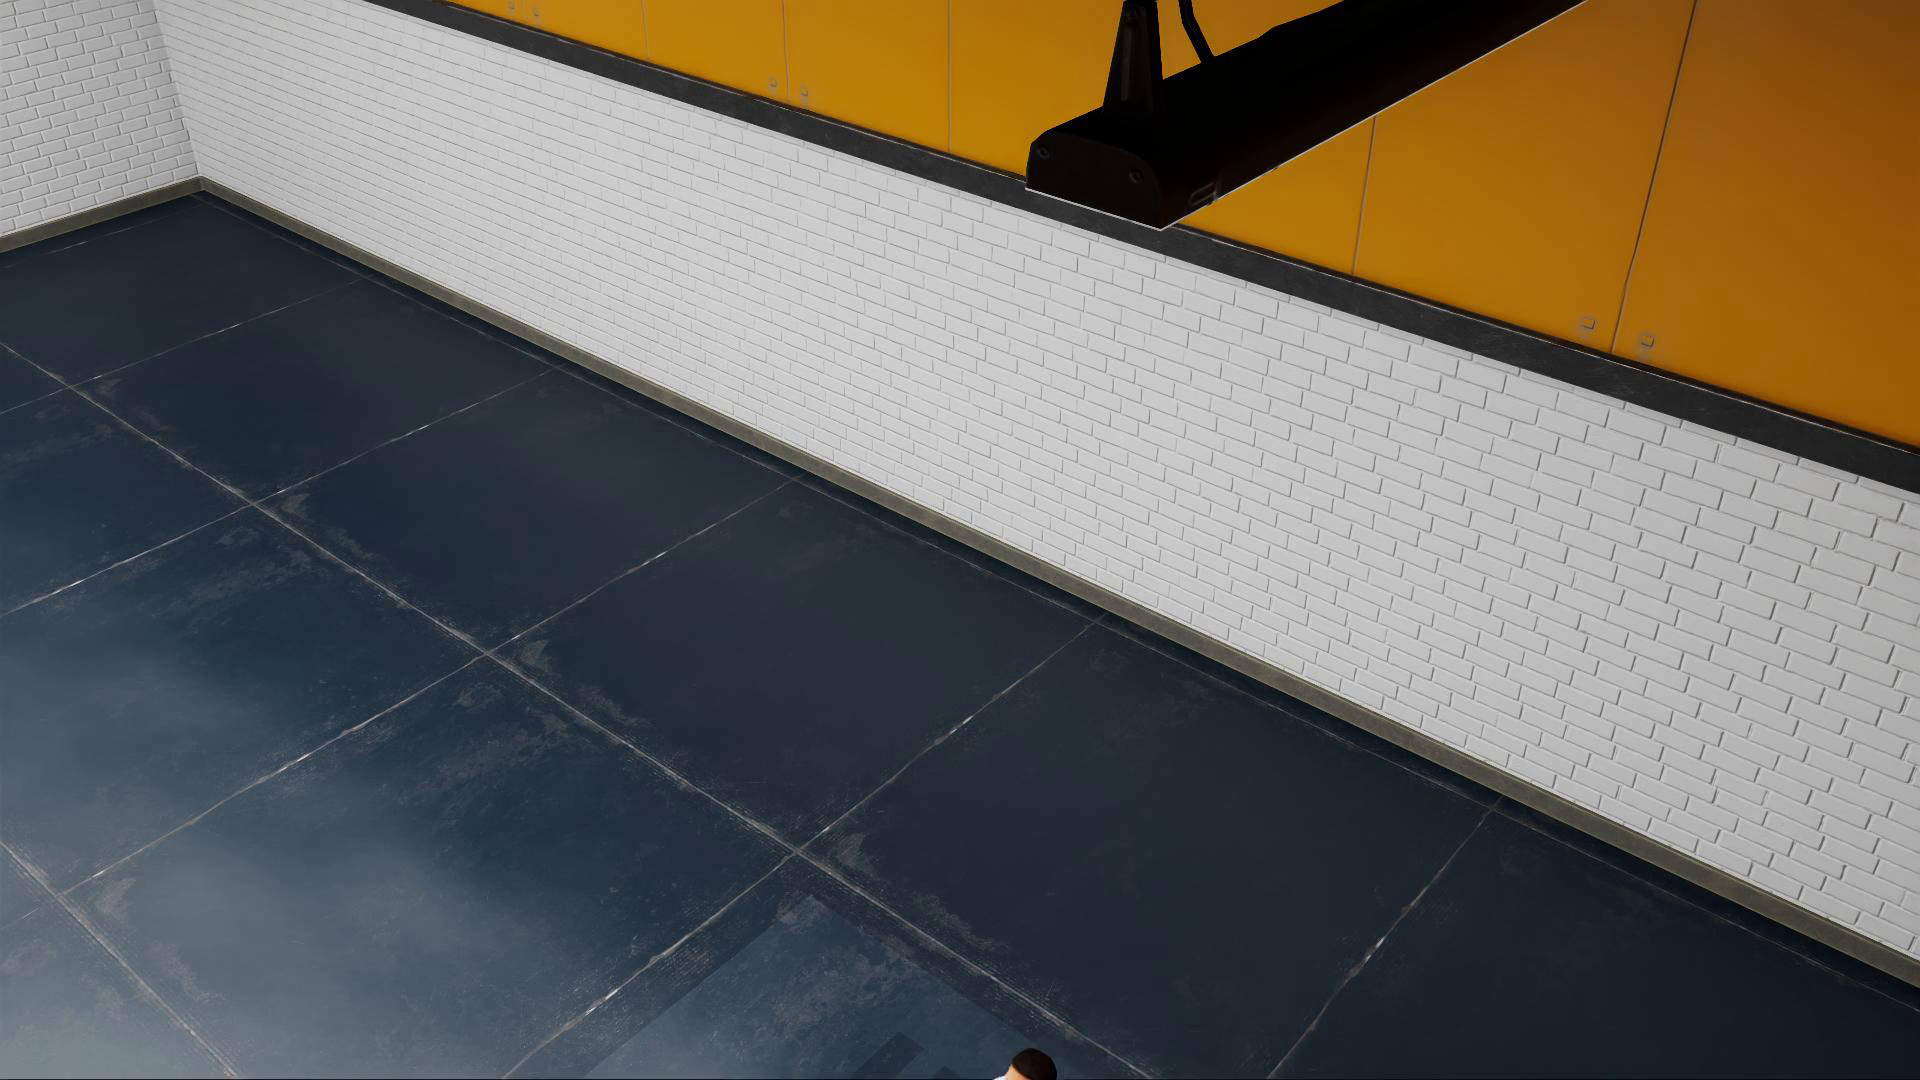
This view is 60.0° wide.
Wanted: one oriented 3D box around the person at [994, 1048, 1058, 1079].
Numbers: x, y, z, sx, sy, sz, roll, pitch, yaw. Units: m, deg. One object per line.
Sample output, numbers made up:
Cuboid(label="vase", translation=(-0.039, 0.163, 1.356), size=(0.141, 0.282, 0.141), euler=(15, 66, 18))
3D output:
Cuboid(label="person", translation=(0.350, 2.716, 6.974), size=(1.078, 1.775, 0.870), euler=(-16, 37, -23))
